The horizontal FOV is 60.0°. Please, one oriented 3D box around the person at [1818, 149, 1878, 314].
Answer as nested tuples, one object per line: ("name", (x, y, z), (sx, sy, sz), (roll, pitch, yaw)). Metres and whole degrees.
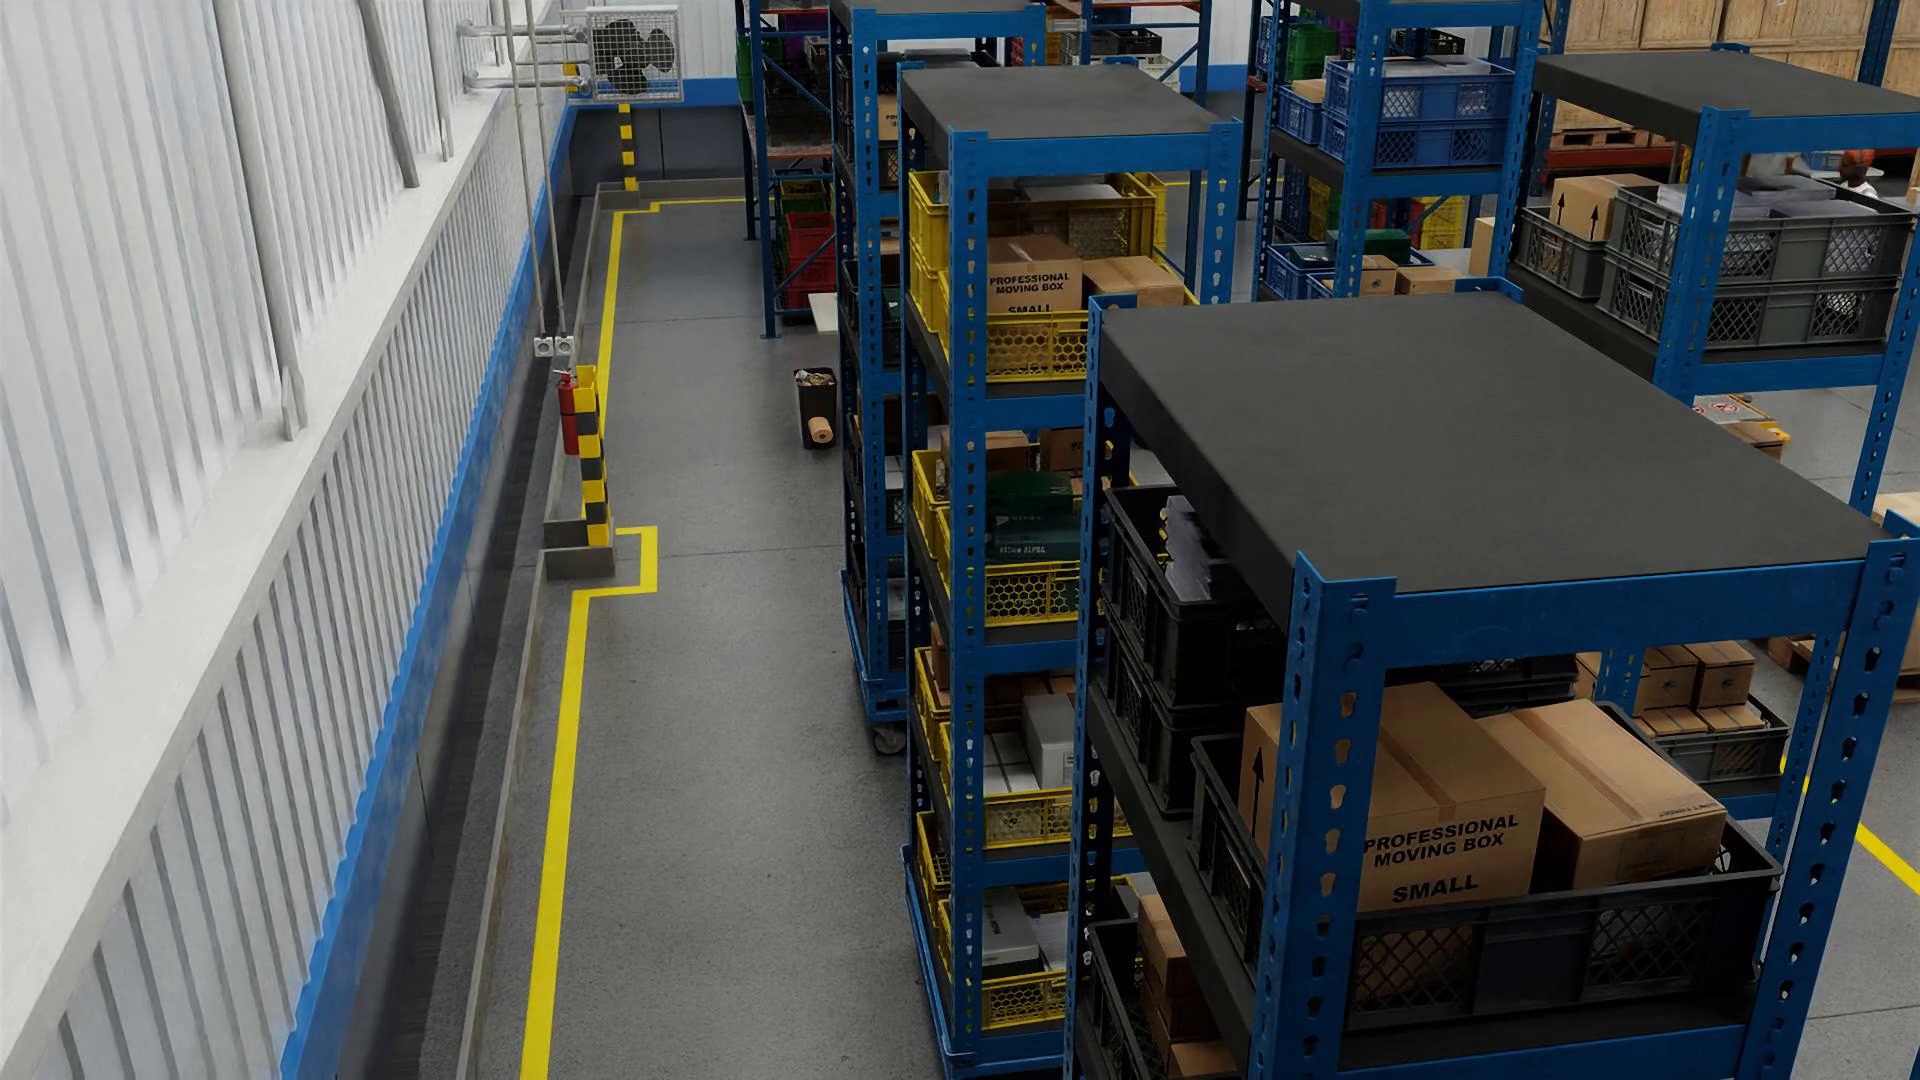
("person", (6.888, -2.153, 13.030), (0.337, 1.882, 0.583), (3, 25, 7))
